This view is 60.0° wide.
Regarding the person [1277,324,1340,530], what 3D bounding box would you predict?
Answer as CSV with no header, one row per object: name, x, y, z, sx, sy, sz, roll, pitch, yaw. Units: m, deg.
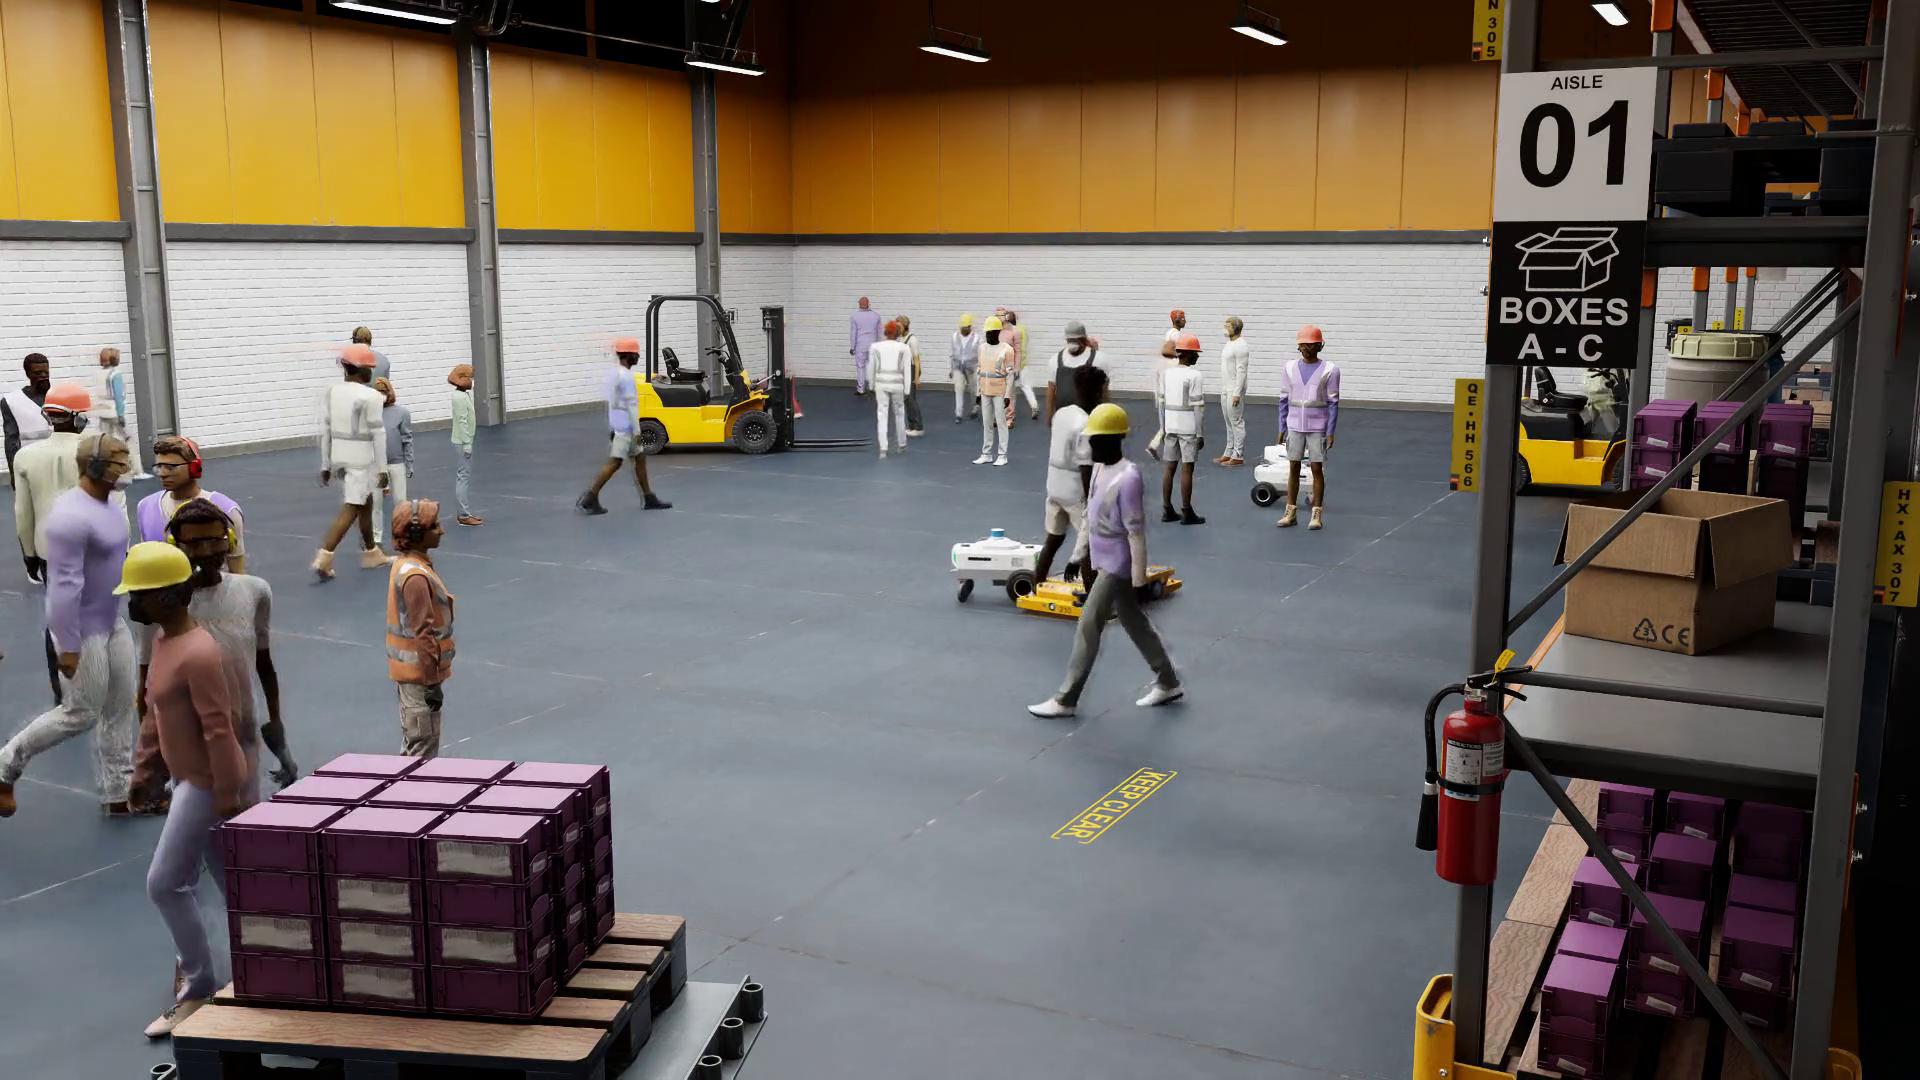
person,3.457,-1.123,16.567,0.607,2.044,0.371,5,11,29

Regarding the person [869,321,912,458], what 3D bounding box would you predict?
person,-0.944,-2.054,22.581,0.596,1.829,1.002,1,10,4

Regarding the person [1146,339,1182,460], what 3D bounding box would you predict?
person,2.756,-1.861,22.097,0.713,1.604,0.509,-5,11,-27

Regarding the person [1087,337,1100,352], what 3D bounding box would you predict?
person,1.740,-1.874,22.085,0.310,1.640,0.514,1,10,4

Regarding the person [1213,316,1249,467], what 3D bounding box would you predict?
person,3.513,-1.910,21.431,0.372,1.940,0.630,-1,10,-8

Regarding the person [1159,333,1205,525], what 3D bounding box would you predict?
person,2.275,-1.126,16.898,0.369,1.933,0.551,-8,13,-40

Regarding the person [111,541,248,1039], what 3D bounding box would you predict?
person,-2.768,0.868,5.893,0.610,1.743,0.520,-6,12,-32

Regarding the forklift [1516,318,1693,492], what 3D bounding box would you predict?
forklift,7.066,-1.601,18.899,2.313,2.155,1.214,5,11,27

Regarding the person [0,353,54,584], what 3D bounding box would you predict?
person,-7.683,-0.608,13.946,0.391,1.920,0.587,7,12,35

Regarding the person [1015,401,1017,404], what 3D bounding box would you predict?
person,0.802,-3.313,30.248,0.542,1.695,0.316,5,11,27

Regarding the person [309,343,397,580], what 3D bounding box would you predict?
person,-5.186,-0.662,14.084,0.634,1.993,0.976,5,11,29

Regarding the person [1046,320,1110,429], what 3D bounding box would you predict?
person,1.284,-1.438,18.401,0.698,2.000,0.540,4,10,20

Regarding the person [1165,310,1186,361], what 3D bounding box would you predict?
person,3.289,-2.553,25.312,0.351,1.882,0.581,-1,10,-5

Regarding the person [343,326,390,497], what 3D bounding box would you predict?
person,-6.610,-1.411,18.542,0.368,1.939,0.633,4,11,22

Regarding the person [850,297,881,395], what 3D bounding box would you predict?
person,-1.836,-3.744,32.160,0.636,1.902,0.406,-4,11,-23

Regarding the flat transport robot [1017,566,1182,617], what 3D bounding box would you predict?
flat transport robot,1.117,0.364,13.087,0.652,0.197,1.431,7,12,36

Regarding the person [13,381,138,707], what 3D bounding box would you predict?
person,-5.231,0.059,9.868,0.622,1.992,0.396,-1,10,-4

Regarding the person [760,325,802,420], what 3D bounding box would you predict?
person,-3.019,-2.779,27.101,0.924,1.720,0.529,0,10,2

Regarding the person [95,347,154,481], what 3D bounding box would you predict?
person,-10.021,-1.490,19.892,0.540,1.614,0.674,7,12,34

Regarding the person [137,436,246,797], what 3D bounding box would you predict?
person,-3.847,0.391,8.374,0.565,1.846,0.389,2,10,10

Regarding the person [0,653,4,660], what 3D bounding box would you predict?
person,-6.762,-0.103,11.058,0.651,1.907,0.409,3,10,15

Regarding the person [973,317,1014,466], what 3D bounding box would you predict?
person,0.434,-1.921,21.523,0.585,1.928,0.365,8,13,39

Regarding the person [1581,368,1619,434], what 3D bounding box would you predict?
person,7.948,-1.679,20.630,0.871,1.774,0.640,-6,11,-29

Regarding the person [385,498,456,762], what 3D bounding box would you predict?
person,-2.459,0.625,7.616,0.309,1.641,0.515,-4,11,-24

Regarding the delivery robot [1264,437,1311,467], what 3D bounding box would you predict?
delivery robot,3.928,-0.984,19.797,0.477,0.478,0.707,-4,11,-20

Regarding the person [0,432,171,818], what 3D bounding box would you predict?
person,-4.276,0.433,7.965,0.773,1.908,0.647,-1,10,-8

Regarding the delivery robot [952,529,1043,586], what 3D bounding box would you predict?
delivery robot,0.295,0.153,13.214,0.707,0.478,0.477,1,10,8

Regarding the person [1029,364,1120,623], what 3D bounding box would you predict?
person,0.889,-0.361,12.524,0.488,1.938,0.705,-4,11,-21

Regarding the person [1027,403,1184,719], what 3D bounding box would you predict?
person,0.919,0.119,9.885,1.004,1.878,0.592,-1,10,-9

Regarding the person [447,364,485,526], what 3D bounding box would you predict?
person,-5.005,-0.962,16.824,0.289,1.633,0.498,-3,10,-18

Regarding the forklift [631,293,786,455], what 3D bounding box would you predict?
forklift,-3.588,-2.317,23.042,2.313,2.155,1.214,-1,10,-5

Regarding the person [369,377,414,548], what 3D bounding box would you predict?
person,-5.266,-0.684,15.239,0.502,1.626,0.279,-3,10,-15

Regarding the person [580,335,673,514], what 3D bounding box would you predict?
person,-3.586,-1.215,17.564,0.987,1.897,0.560,-4,11,-21

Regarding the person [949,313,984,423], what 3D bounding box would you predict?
person,0.114,-2.812,27.120,0.606,1.787,0.910,2,10,13

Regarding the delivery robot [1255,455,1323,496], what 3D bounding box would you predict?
delivery robot,3.578,-0.687,18.079,0.707,0.478,0.477,4,11,20

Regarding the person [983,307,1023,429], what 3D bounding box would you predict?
person,0.643,-2.687,26.013,0.637,1.911,0.403,5,11,27

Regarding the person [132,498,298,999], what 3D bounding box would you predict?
person,-2.750,0.766,6.180,0.577,1.876,0.404,-8,13,-39

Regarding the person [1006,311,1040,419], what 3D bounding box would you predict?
person,0.942,-2.882,27.456,0.671,1.807,0.886,-9,13,-43

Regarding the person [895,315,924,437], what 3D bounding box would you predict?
person,-0.787,-2.452,24.913,0.406,1.824,0.549,-5,11,-25
